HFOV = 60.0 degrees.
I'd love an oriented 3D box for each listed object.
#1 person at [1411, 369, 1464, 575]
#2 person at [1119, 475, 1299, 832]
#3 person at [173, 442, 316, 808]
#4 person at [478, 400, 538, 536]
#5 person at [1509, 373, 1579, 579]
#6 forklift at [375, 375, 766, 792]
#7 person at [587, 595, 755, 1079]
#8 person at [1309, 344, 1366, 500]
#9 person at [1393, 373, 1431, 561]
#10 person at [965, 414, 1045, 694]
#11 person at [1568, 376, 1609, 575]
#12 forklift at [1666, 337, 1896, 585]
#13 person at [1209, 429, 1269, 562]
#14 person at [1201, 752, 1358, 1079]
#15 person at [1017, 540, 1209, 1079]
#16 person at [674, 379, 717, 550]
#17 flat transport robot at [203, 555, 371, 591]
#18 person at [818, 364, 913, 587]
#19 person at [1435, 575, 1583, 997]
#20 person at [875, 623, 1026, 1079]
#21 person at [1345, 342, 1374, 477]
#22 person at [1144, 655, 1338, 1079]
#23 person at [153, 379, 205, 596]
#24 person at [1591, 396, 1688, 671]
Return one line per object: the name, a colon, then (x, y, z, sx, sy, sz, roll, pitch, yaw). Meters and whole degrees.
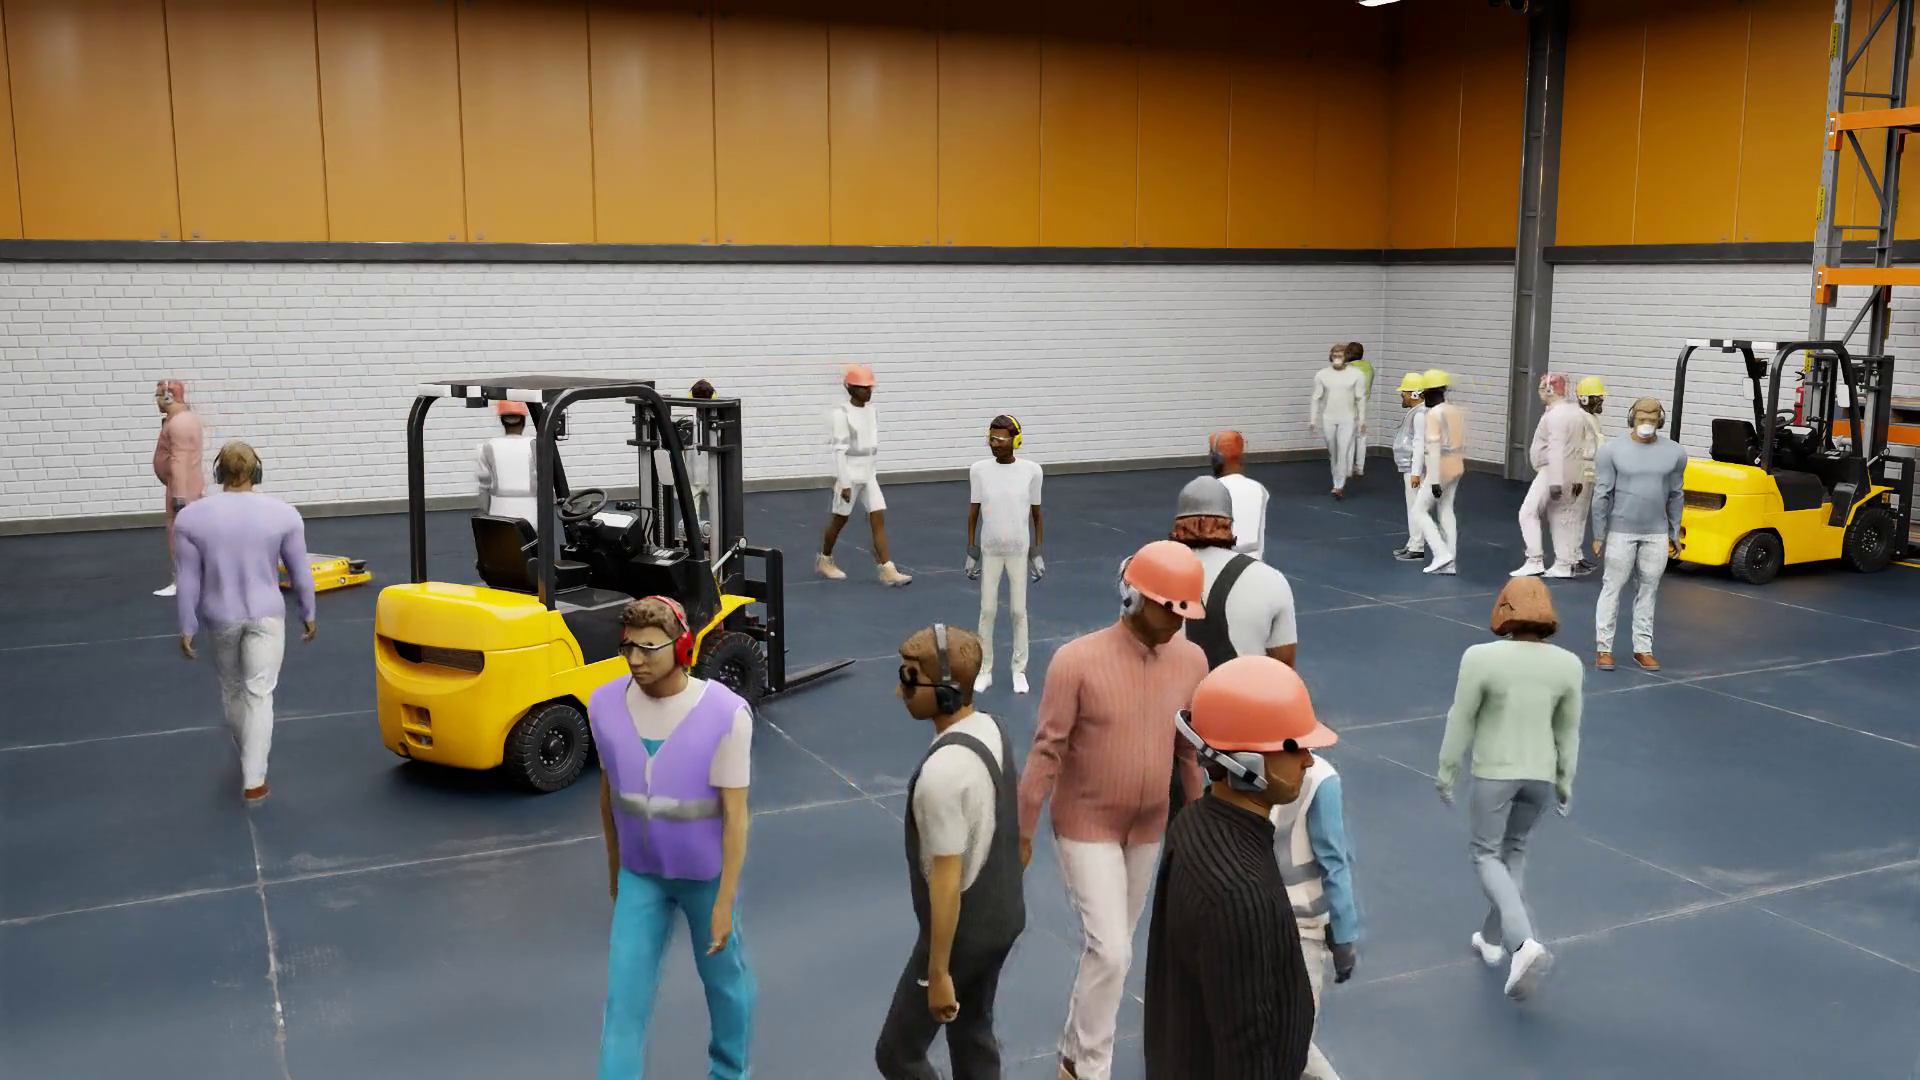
person: (4.398, -0.614, 15.300, 0.472, 1.903, 0.595, 8, 12, 41)
person: (1.014, 0.706, 6.706, 0.733, 2.000, 0.904, 2, 9, 11)
person: (-3.818, 0.416, 8.966, 0.660, 1.886, 1.006, -2, 9, -15)
person: (-3.321, -0.155, 12.513, 0.552, 1.884, 0.990, -1, 9, -7)
person: (5.306, -0.576, 15.154, 0.666, 1.876, 0.659, 5, 11, 30)
forklift: (-2.268, 0.149, 9.685, 1.214, 2.155, 2.313, 6, 11, 32)
person: (-0.928, 1.072, 5.137, 0.571, 1.805, 0.918, 3, 10, 16)
person: (4.601, -1.436, 20.413, 0.661, 1.897, 0.954, 4, 10, 26)
person: (4.409, -0.711, 16.172, 0.403, 1.826, 0.594, 2, 9, 10)
person: (0.299, 0.096, 11.039, 0.528, 1.864, 0.315, 1, 9, 6)
person: (5.800, -0.595, 15.458, 0.404, 1.821, 0.590, 6, 11, 34)
forklift: (7.551, -0.789, 15.507, 2.313, 2.155, 1.214, -4, 10, -25)
person: (1.615, 0.278, 9.901, 0.608, 1.869, 0.473, -7, 12, -37)
person: (0.949, 1.178, 5.047, 0.400, 1.619, 0.542, -7, 11, -37)
person: (0.541, 0.966, 5.385, 0.693, 1.940, 0.751, -5, 11, -30)
person: (-2.259, -0.477, 14.618, 0.526, 1.862, 0.328, -2, 9, -10)
flat transport robot: (-6.060, 0.264, 14.920, 1.431, 0.197, 0.652, 5, 10, 26)
person: (-0.910, -0.576, 14.845, 1.072, 1.986, 0.633, 7, 12, 38)
person: (2.186, 0.955, 6.497, 0.553, 1.604, 0.682, -1, 9, -7)
person: (-0.006, 1.126, 4.768, 0.384, 1.832, 0.554, 4, 10, 25)
person: (5.372, -1.786, 22.778, 0.627, 1.847, 0.429, -8, 12, -40)
person: (0.592, 1.227, 3.612, 0.388, 1.996, 0.612, 0, 9, 1)
person: (-6.670, -0.461, 14.434, 0.642, 1.885, 0.647, -3, 10, -19)
person: (4.746, -0.042, 11.665, 0.634, 1.936, 0.351, 0, 9, 3)
